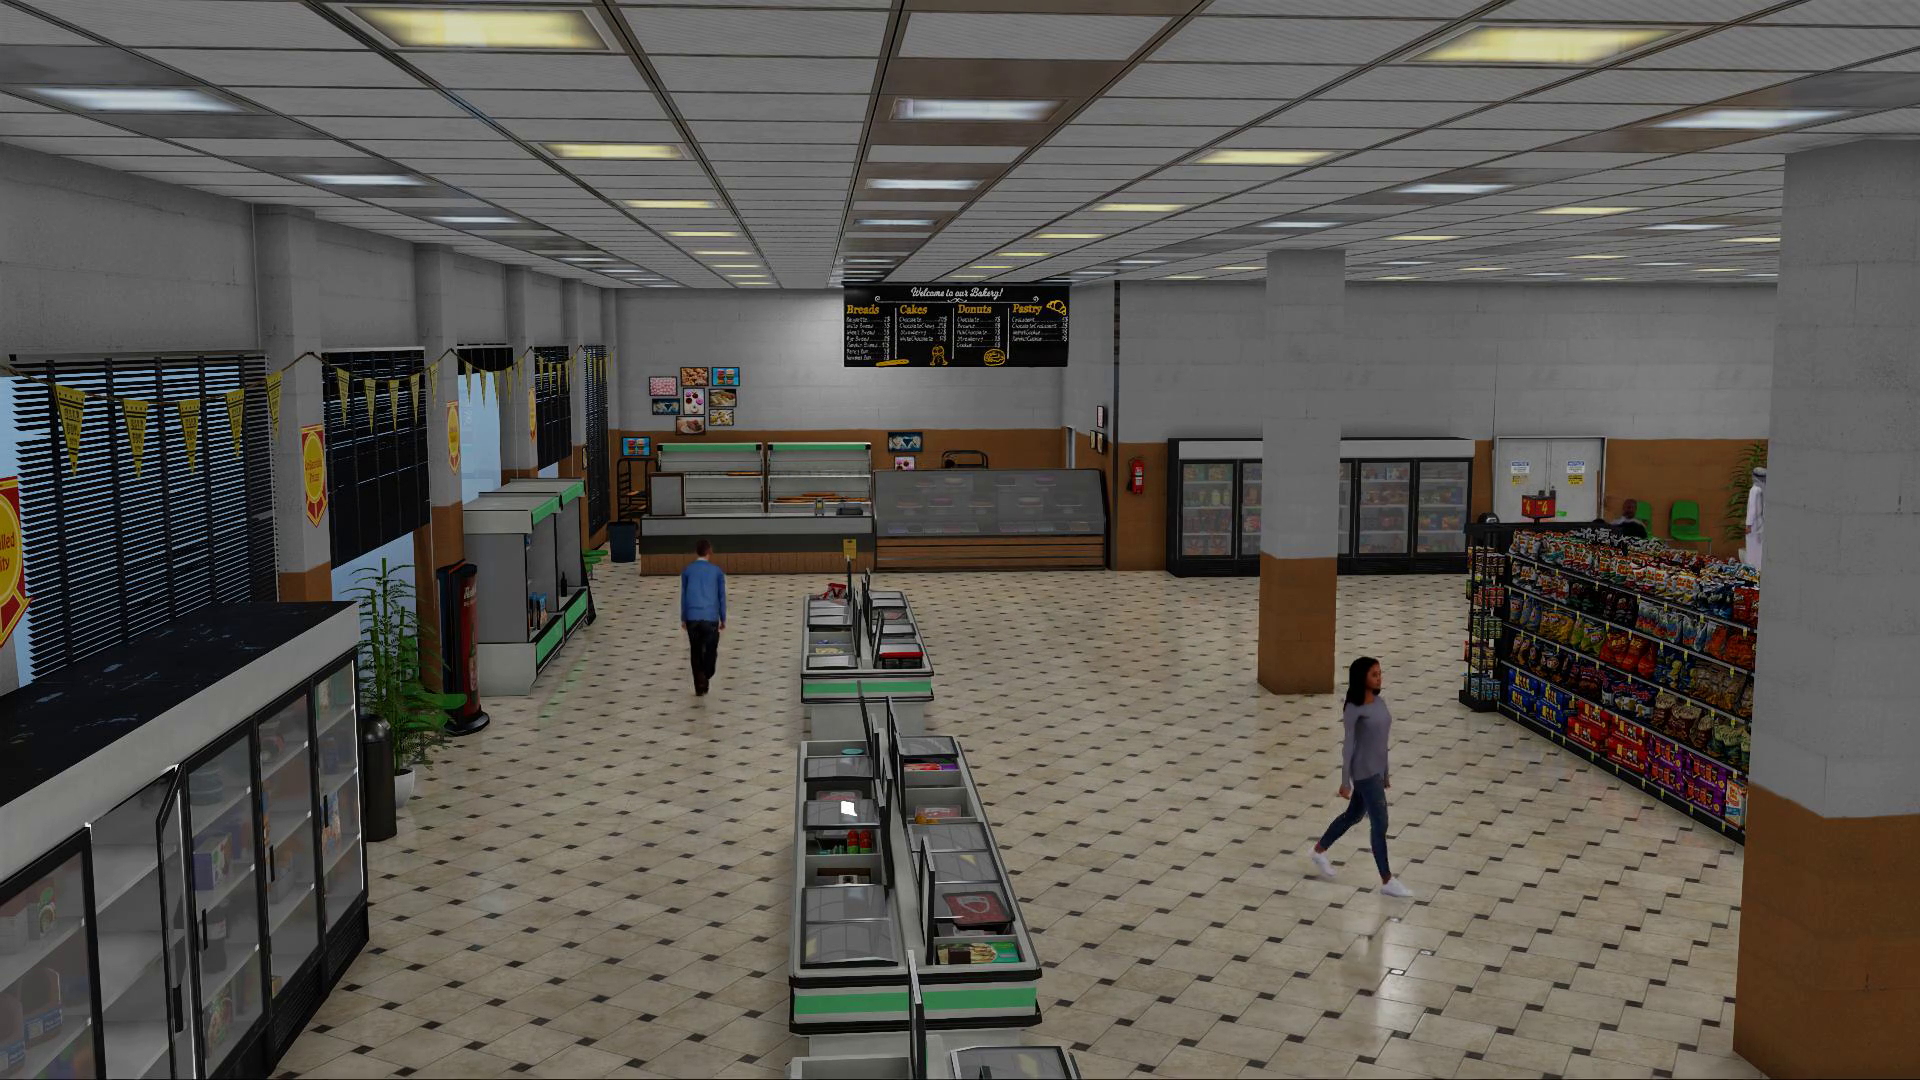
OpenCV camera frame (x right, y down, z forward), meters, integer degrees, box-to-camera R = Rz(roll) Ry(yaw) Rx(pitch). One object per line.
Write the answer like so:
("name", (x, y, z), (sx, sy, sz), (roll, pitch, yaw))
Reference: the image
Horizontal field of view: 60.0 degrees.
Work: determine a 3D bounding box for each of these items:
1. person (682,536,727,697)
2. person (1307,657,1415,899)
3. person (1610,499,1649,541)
("person", (-2.887, 0.876, 18.612), (0.725, 1.796, 0.915), (0, 7, 0))
("person", (2.876, 1.710, 12.118), (1.202, 1.698, 1.098), (6, 9, 43))
("person", (9.281, 0.325, 23.219), (0.875, 1.785, 1.250), (1, 7, 7))
